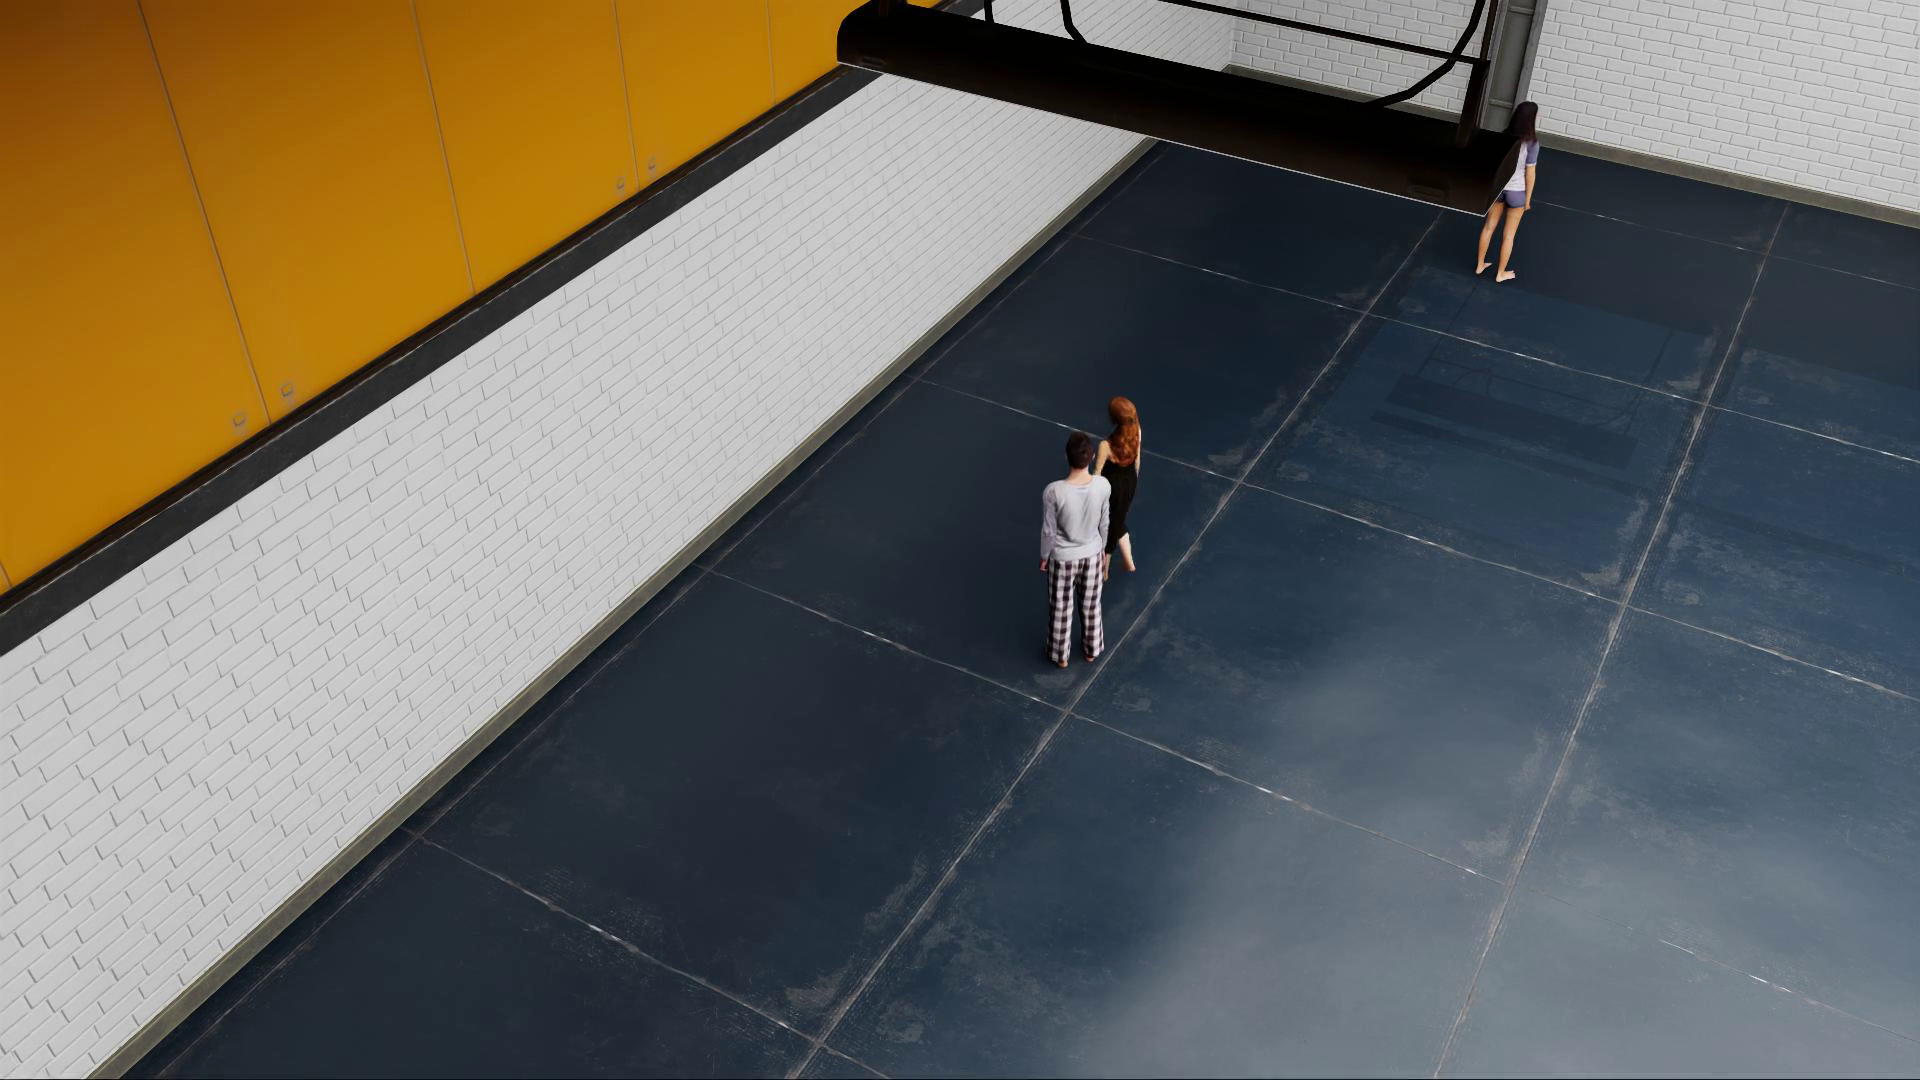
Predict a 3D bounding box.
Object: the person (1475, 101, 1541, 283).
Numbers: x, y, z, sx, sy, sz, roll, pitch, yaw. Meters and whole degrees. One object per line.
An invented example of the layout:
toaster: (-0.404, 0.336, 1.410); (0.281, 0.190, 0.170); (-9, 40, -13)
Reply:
person: (5.047, -3.207, 15.274); (0.704, 1.734, 0.553); (-29, 47, -31)

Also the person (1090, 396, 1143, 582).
person: (1.120, -0.308, 11.738); (0.711, 1.617, 0.756); (-21, 43, -24)

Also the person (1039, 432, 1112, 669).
person: (0.770, 0.089, 11.057); (0.693, 1.847, 0.763); (-8, 39, -10)
